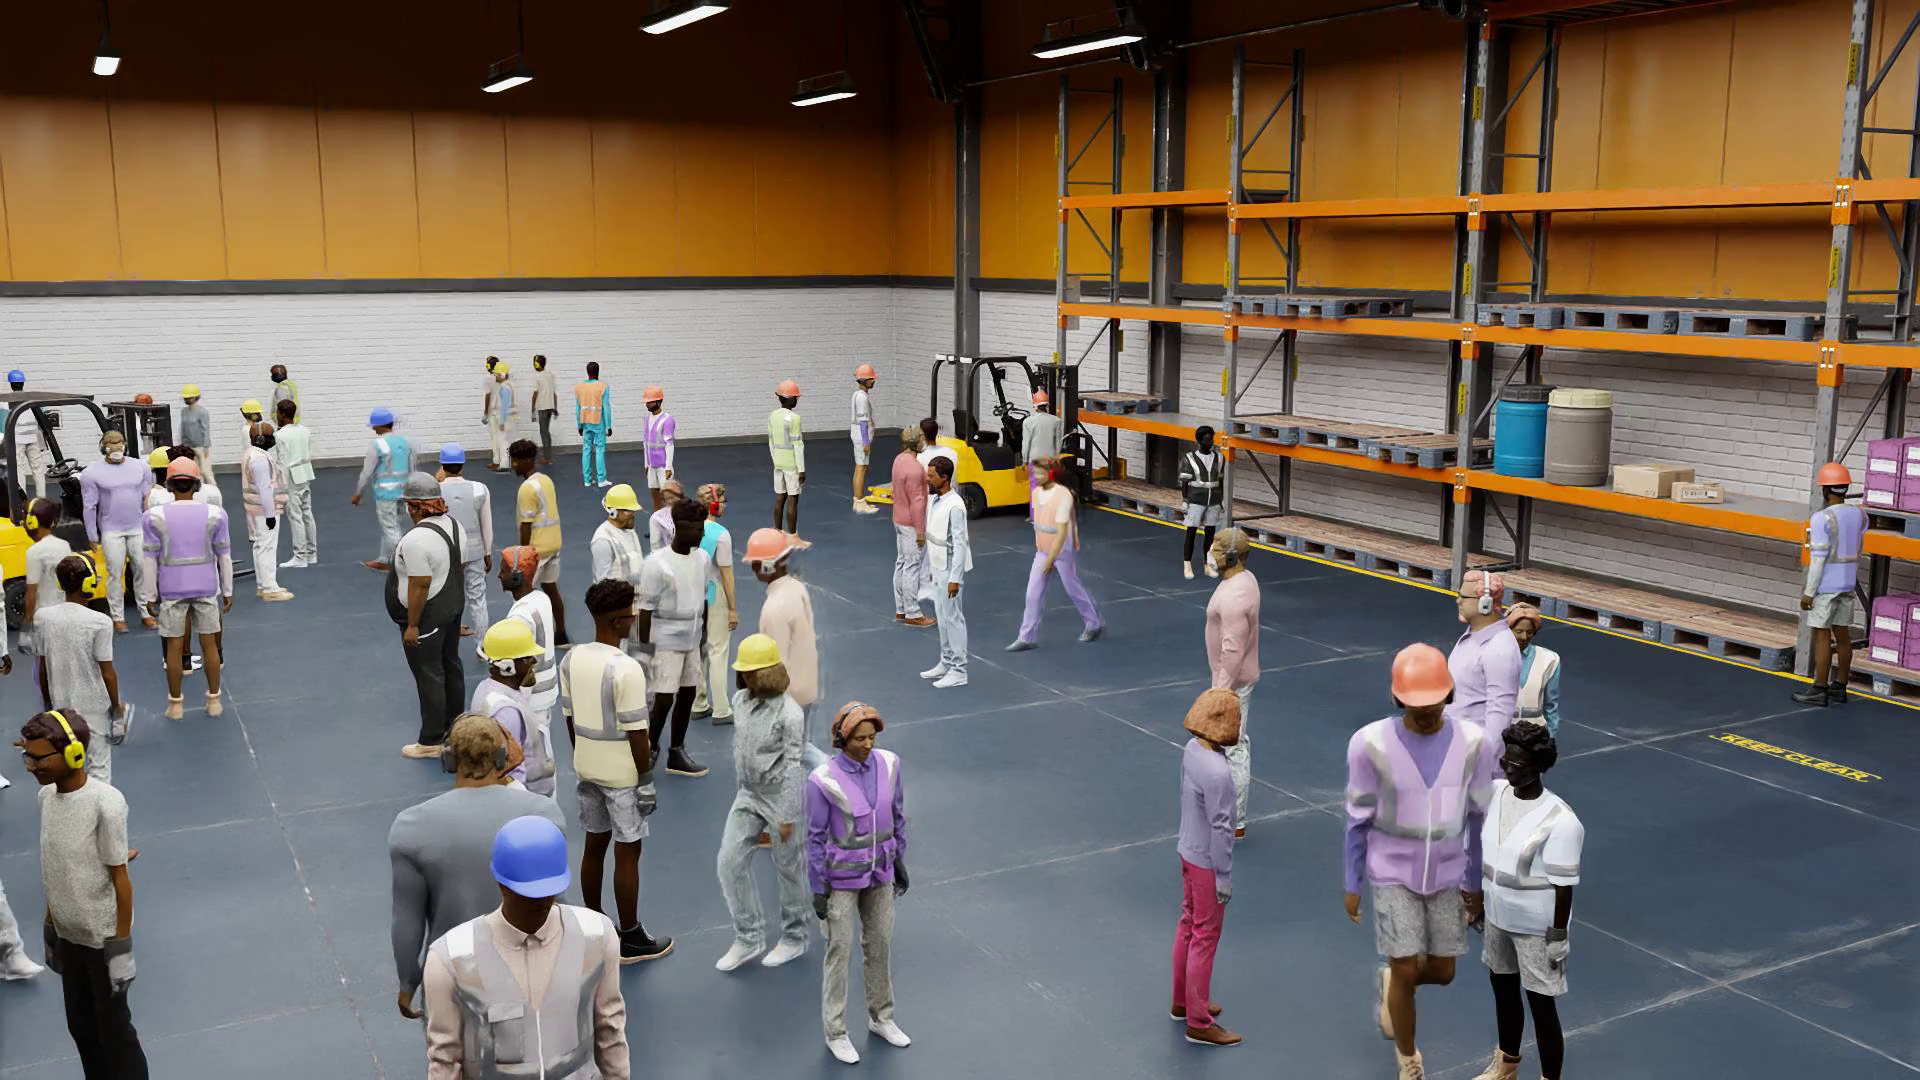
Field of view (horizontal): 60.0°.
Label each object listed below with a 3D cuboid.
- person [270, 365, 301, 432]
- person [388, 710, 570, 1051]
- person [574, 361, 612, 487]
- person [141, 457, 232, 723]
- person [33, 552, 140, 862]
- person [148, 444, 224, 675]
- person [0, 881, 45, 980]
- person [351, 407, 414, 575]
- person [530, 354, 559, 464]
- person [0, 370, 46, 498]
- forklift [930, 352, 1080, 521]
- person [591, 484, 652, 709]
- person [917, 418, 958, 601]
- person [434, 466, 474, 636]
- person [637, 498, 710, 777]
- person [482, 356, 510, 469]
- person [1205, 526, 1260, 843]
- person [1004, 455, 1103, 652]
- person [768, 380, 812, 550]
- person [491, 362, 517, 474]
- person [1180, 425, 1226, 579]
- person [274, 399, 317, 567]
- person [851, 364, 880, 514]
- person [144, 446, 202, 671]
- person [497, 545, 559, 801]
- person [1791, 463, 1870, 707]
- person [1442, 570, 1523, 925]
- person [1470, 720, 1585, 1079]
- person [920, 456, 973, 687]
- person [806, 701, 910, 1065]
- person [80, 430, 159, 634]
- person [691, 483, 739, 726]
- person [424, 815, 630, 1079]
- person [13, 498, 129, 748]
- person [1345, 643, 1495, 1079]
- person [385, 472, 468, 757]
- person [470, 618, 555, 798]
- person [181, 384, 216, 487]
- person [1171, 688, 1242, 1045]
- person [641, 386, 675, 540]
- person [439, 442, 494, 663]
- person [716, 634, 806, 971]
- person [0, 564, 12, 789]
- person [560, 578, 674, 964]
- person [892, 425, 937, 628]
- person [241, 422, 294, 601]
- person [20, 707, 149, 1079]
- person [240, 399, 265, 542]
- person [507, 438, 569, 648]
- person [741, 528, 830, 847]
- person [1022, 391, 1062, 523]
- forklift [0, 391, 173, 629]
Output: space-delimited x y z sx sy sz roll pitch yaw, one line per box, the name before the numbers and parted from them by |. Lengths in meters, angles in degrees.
person | -10.533 -1.824 25.974 0.430 1.831 0.643 -2 10 -9
person | -1.752 1.576 6.128 0.641 1.928 0.386 -5 11 -25
person | -5.600 -1.765 25.412 0.587 1.911 0.397 3 10 19
person | -5.905 0.375 12.745 0.613 2.029 0.409 -6 12 -31
person | -5.084 0.999 9.645 0.512 1.861 0.325 1 10 8
person | -6.558 0.161 14.150 0.365 1.966 0.606 10 14 44
person | -4.950 1.343 8.123 0.880 1.695 0.497 5 11 26
person | -6.292 -0.491 18.078 0.808 1.900 0.616 3 10 18
person | -7.037 -2.197 28.041 0.393 1.858 0.588 5 11 28
person | -13.048 -1.394 23.152 0.391 1.946 0.615 7 12 35
forklift | 0.460 -1.461 22.833 2.313 2.155 1.214 -5 11 -28
person | -2.609 0.470 12.807 0.403 1.817 0.602 2 10 10
person | -0.277 -0.292 16.944 0.605 1.902 0.471 -6 12 -31
person | -4.742 0.083 15.556 0.289 1.633 0.497 -5 11 -25
person | -1.936 0.679 11.221 0.486 1.944 0.660 7 12 33
person | -7.678 -2.107 27.482 0.329 1.874 0.518 6 12 33
person | 1.634 0.874 10.127 0.372 1.940 0.631 2 10 12
person | 0.894 0.106 15.038 1.025 1.788 0.558 -7 12 -36
person | -2.061 -0.906 20.059 0.364 2.048 0.608 -9 13 -40
person | -7.330 -1.970 26.849 0.482 1.819 0.599 -2 10 -12
person | 2.669 -0.415 18.239 0.542 1.696 0.316 -3 10 -17
person | -7.561 -0.641 18.912 0.398 1.918 0.590 2 10 9
person | -1.306 -1.386 22.831 0.389 2.045 0.606 -1 10 -8
person | -6.773 0.157 14.279 0.359 1.929 0.587 -4 11 -24
person | -2.554 0.959 9.803 0.355 1.882 0.575 -1 10 -4
person | 6.860 0.354 13.138 0.543 1.932 0.376 -4 11 -23
person | 2.747 1.101 8.907 0.406 1.911 0.636 1 10 5
person | 2.324 1.564 6.883 0.321 1.693 0.539 -4 11 -23
person | -0.099 0.253 13.755 0.379 1.917 0.591 -3 10 -17
person | -0.460 1.504 7.391 0.525 1.631 0.313 -8 13 -40
person | -7.892 -0.080 15.660 0.640 1.928 0.382 -9 14 -43
person | -1.901 0.489 12.607 0.565 1.846 0.390 9 13 42
person | -1.294 1.758 5.047 0.606 1.939 0.416 -5 11 -28
person | -6.461 0.607 11.954 0.754 1.839 0.533 -1 10 -7
person | 1.916 1.374 7.061 0.612 2.015 0.693 0 10 -1
person | -3.821 0.520 11.871 0.539 2.000 0.688 2 10 10
person | -2.169 1.281 8.084 0.404 1.834 0.592 -4 11 -21
person | -10.601 -1.285 23.081 0.563 1.758 0.345 6 11 30
person | 1.135 1.468 7.587 0.267 1.631 0.507 -1 10 -7
person | -3.770 -0.959 20.714 0.544 1.930 0.389 9 14 43
person | -4.339 0.130 14.387 0.602 1.947 0.387 -5 11 -27
person | -1.003 1.308 8.213 0.518 1.717 0.611 8 13 38
person | -6.581 0.732 10.974 0.388 1.927 0.589 9 14 43
person | -1.749 1.157 8.415 0.602 1.966 0.368 8 13 40
person | -0.458 -0.134 15.927 0.373 1.940 0.630 -3 10 -18
person | -7.138 -0.294 17.132 0.429 1.843 0.632 -6 11 -31
person | -3.394 1.556 6.454 0.524 1.857 0.341 6 11 29
person | -8.725 -0.860 20.607 0.310 1.768 0.533 -4 10 -20
person | -3.756 0.060 14.792 0.412 1.949 0.618 1 10 5
person | -0.945 0.893 9.953 0.704 1.965 0.669 2 10 9
person | 1.067 -1.091 21.955 0.563 1.755 0.320 -4 11 -22
forklift | -9.026 -0.363 16.508 1.214 2.155 2.313 6 11 29
